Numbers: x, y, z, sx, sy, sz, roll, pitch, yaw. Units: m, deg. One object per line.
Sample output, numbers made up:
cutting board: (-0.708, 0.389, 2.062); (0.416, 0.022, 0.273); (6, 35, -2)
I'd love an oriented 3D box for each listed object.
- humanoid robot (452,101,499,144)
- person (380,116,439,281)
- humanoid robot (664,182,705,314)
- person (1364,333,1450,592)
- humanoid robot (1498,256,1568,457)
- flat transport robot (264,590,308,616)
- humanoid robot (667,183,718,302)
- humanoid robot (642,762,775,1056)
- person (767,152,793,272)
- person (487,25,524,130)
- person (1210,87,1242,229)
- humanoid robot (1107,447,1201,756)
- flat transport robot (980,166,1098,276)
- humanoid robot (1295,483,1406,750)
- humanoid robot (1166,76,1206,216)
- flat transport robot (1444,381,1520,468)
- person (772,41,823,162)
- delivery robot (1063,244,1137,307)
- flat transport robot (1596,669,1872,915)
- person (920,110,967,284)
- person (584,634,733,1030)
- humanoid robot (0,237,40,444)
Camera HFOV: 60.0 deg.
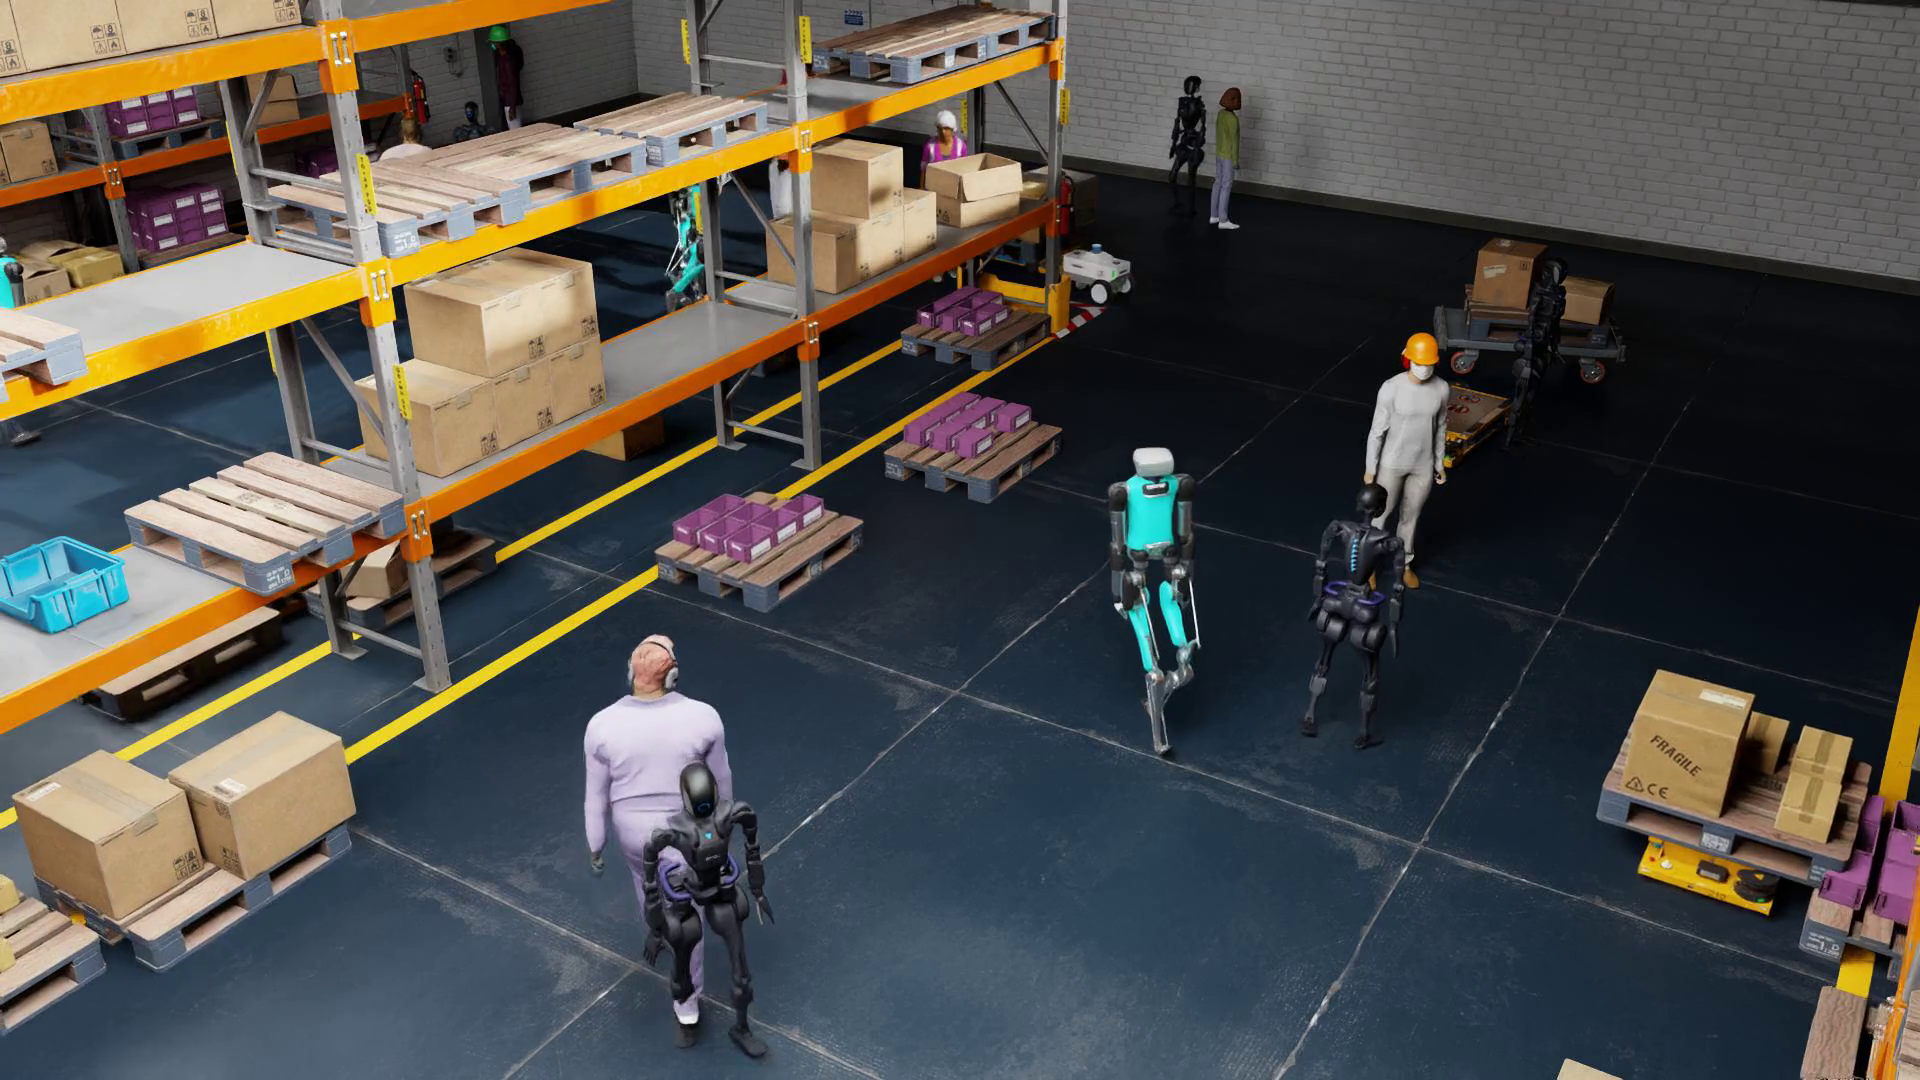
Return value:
humanoid robot: (-5.390, -4.138, 18.802); (0.608, 1.646, 0.343); (-4, 27, -8)
person: (-5.503, -3.359, 16.994); (0.650, 1.915, 0.607); (-4, 27, -8)
humanoid robot: (-2.719, -2.737, 16.044); (0.849, 1.847, 0.548); (-13, 30, -23)
person: (3.075, -0.530, 11.448); (0.584, 1.894, 0.373); (-4, 27, -7)
humanoid robot: (4.733, -1.518, 13.617); (0.315, 1.657, 0.599); (24, 35, 39)
flat transport robot: (-4.483, 0.141, 11.921); (0.659, 0.231, 1.431); (21, 33, 35)
humanoid robot: (-2.780, -3.290, 17.085); (0.551, 1.781, 0.881); (2, 27, 4)
humanoid robot: (-1.145, 1.625, 7.463); (0.612, 1.630, 0.487); (-15, 31, -27)
person: (-1.743, -3.368, 17.254); (0.581, 1.700, 0.885); (24, 35, 38)
person: (-5.777, -5.630, 21.436); (0.421, 1.948, 0.494); (-8, 28, -15)
person: (3.140, -4.485, 19.525); (0.264, 1.631, 0.506); (-8, 28, -15)
humanoid robot: (1.206, 0.440, 9.820); (0.546, 1.876, 0.816); (-7, 28, -13)
flat transport robot: (0.735, -3.227, 18.556); (1.431, 0.231, 0.659); (20, 33, 34)
humanoid robot: (2.295, 0.443, 9.762); (0.596, 1.637, 0.387); (19, 32, 32)
humanoid robot: (2.752, -4.710, 19.922); (0.363, 1.655, 0.601); (-15, 30, -27)
flat transport robot: (4.180, -0.992, 14.152); (0.659, 0.231, 1.431); (20, 33, 34)
person: (-2.042, -5.468, 21.277); (0.624, 1.809, 0.656); (21, 34, 35)
delivery robot: (1.432, -2.800, 17.374); (0.743, 0.572, 0.501); (22, 34, 36)
flat transport robot: (4.260, 1.518, 9.206); (0.659, 0.231, 1.431); (16, 31, 28)
person: (-0.144, -3.626, 17.617); (0.540, 1.821, 0.656); (-3, 27, -5)
person: (-1.408, 1.343, 7.809); (0.687, 1.847, 1.009); (-1, 27, -3)
humanoid robot: (-7.942, -1.508, 13.676); (0.541, 1.899, 0.724); (18, 32, 31)
